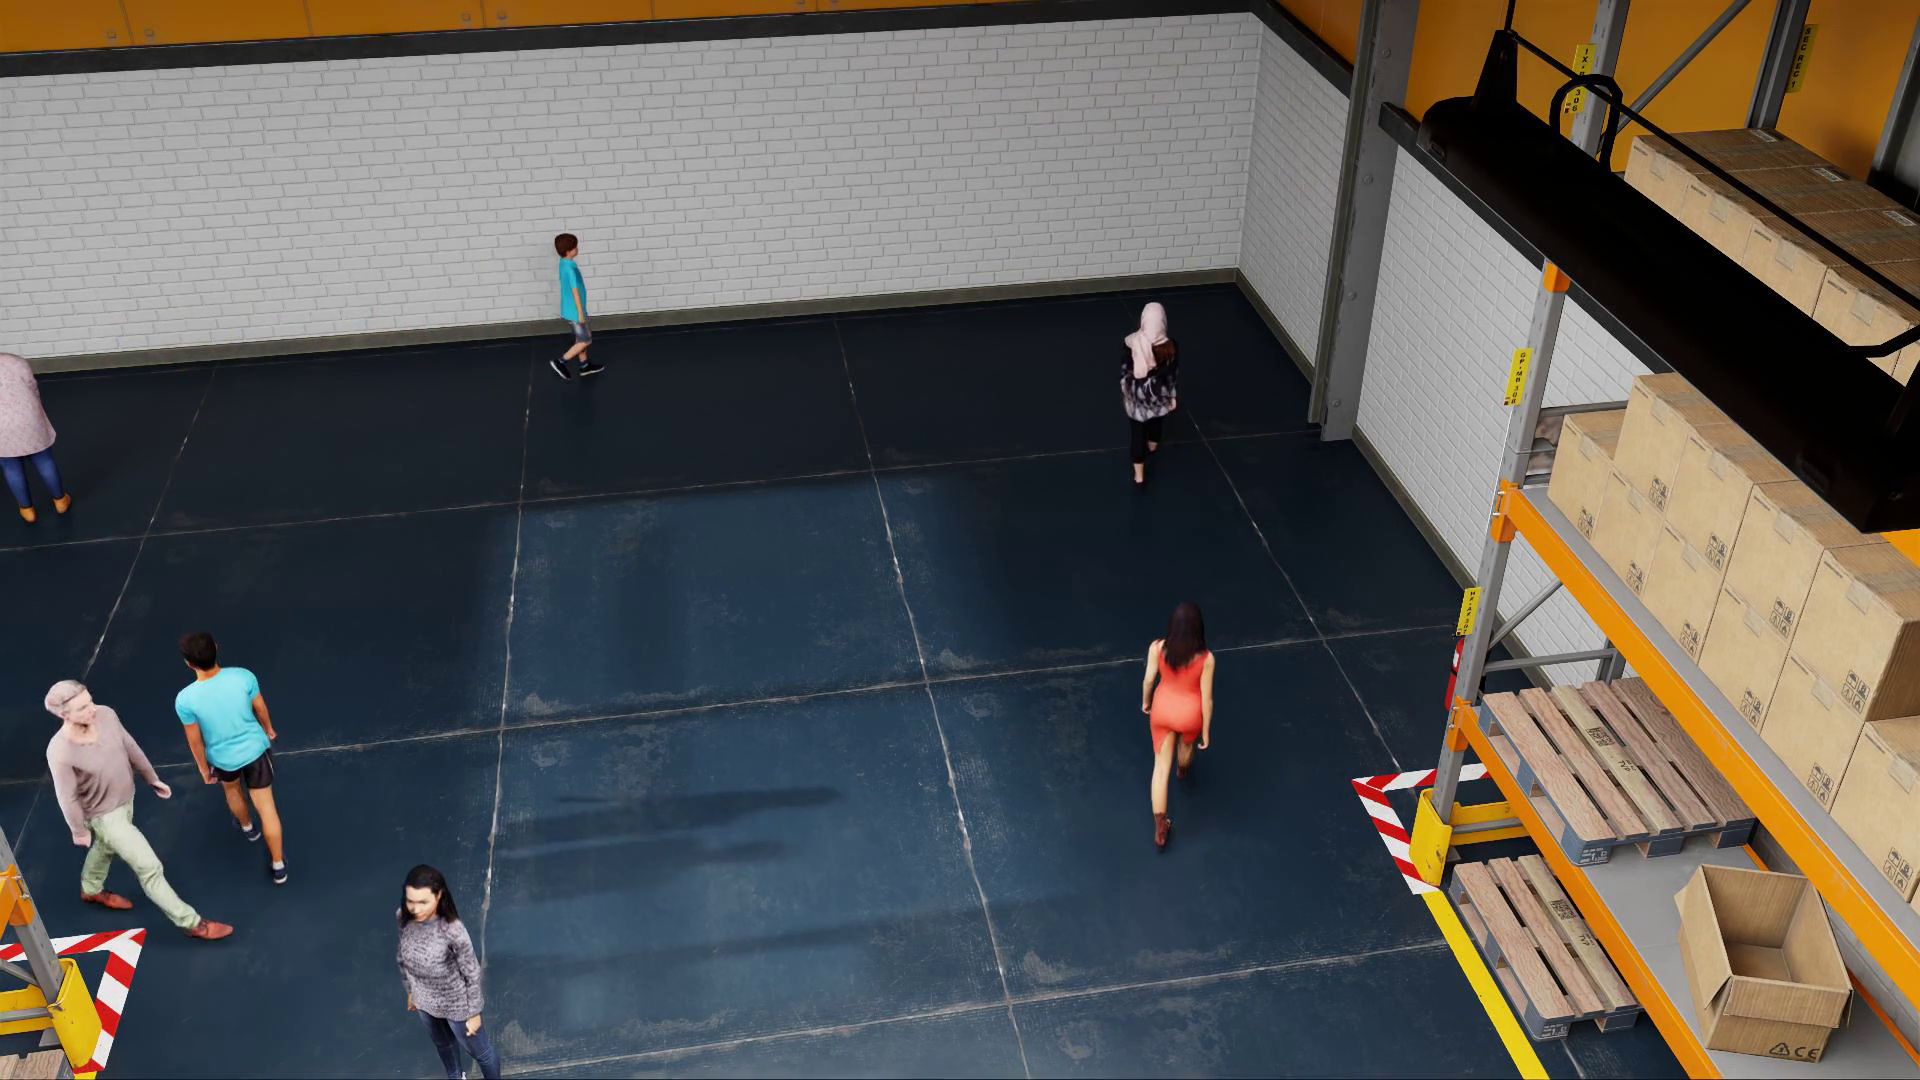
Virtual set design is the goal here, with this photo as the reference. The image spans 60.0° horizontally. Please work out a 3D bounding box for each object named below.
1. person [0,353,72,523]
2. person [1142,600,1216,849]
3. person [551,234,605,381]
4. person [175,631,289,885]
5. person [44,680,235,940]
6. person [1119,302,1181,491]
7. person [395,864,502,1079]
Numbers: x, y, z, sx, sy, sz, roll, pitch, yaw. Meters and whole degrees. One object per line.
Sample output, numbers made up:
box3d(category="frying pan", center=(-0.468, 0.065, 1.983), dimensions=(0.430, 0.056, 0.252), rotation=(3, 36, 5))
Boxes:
box3d(category="person", center=(-7.662, -0.962, 13.429), dimensions=(0.776, 1.741, 0.761), rotation=(-19, 38, -26))
box3d(category="person", center=(1.324, 1.166, 10.298), dimensions=(0.950, 1.664, 1.215), rotation=(9, 35, 13))
box3d(category="person", center=(-3.653, -2.151, 15.487), dimensions=(0.696, 1.442, 0.730), rotation=(-14, 36, -20))
box3d(category="person", center=(-4.288, 1.345, 9.952), dimensions=(0.855, 1.748, 1.046), rotation=(-17, 37, -24))
box3d(category="person", center=(-4.964, 1.546, 9.580), dimensions=(0.991, 1.826, 1.285), rotation=(4, 34, 6))
box3d(category="person", center=(1.563, -1.171, 13.870), dimensions=(0.818, 1.601, 1.086), rotation=(3, 34, 4))
box3d(category="person", center=(-2.618, 2.323, 8.496), dimensions=(0.688, 1.732, 0.702), rotation=(13, 36, 19))
